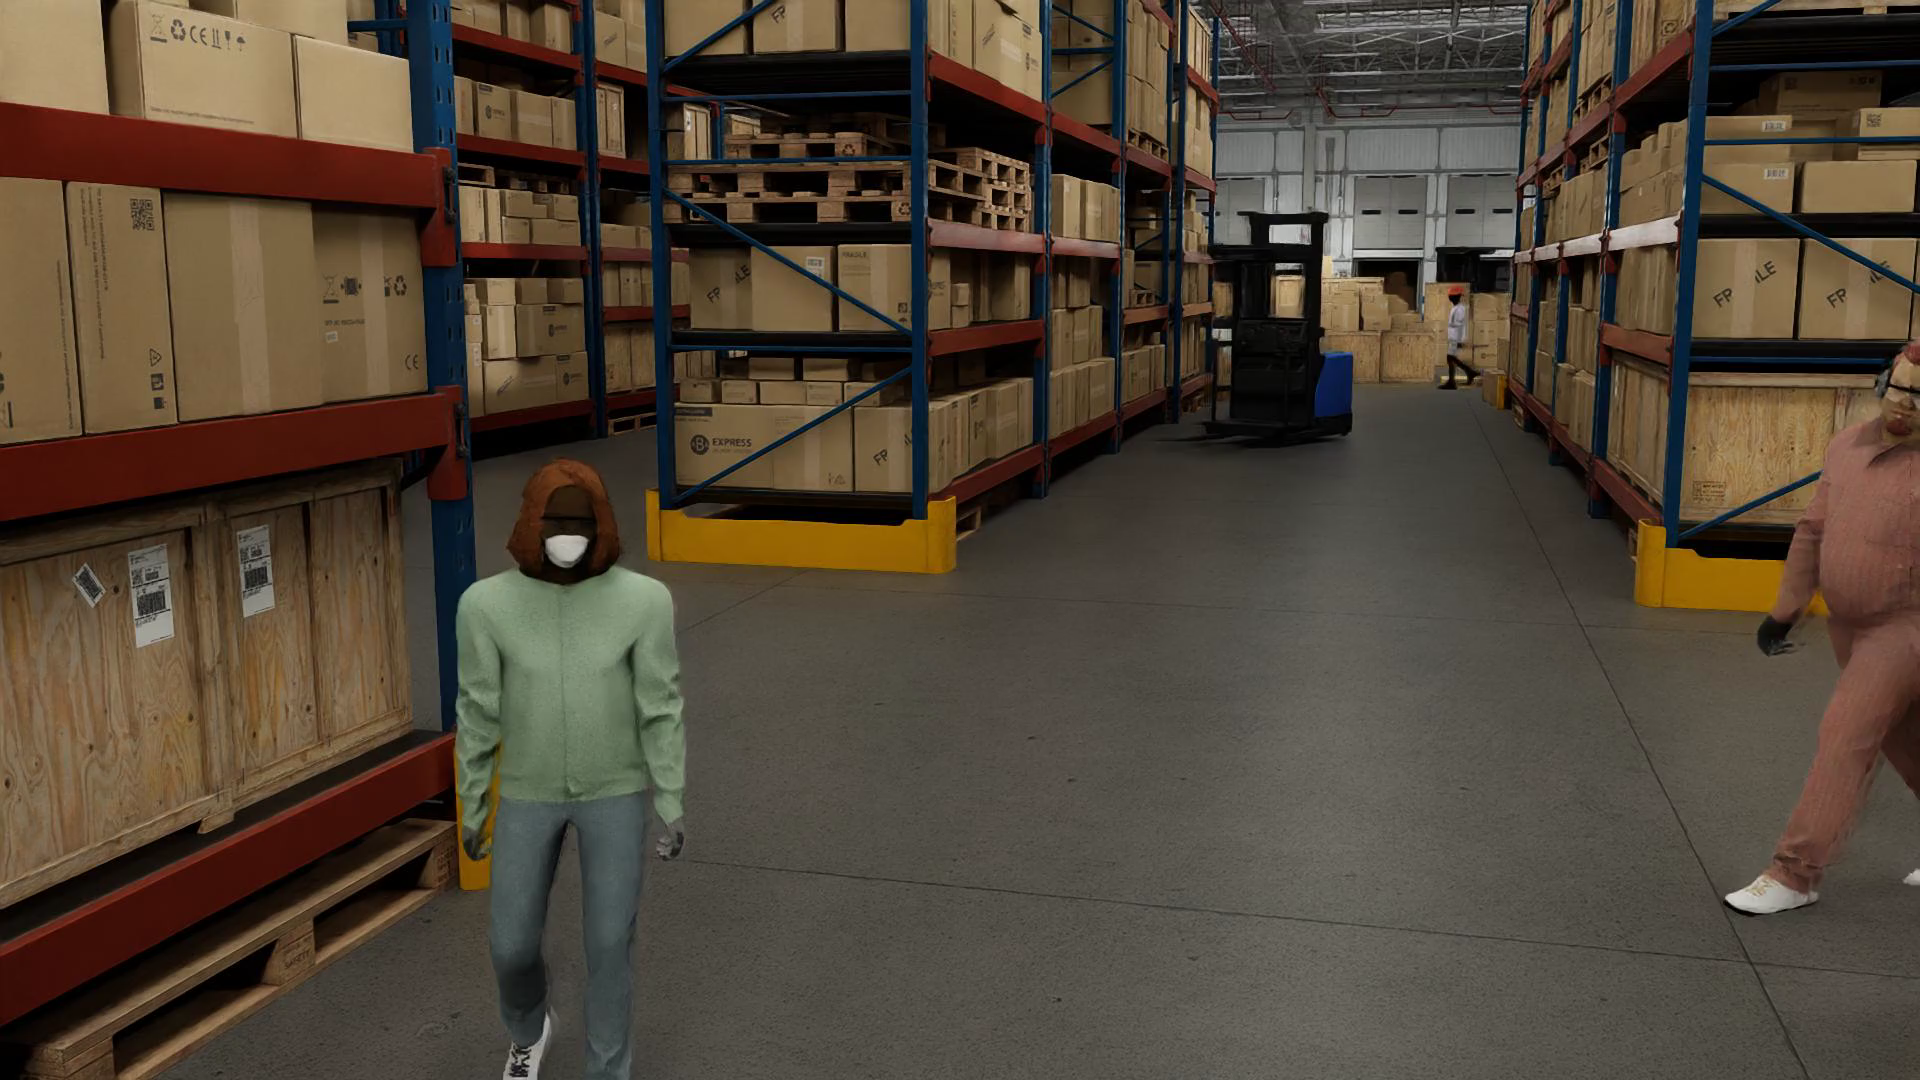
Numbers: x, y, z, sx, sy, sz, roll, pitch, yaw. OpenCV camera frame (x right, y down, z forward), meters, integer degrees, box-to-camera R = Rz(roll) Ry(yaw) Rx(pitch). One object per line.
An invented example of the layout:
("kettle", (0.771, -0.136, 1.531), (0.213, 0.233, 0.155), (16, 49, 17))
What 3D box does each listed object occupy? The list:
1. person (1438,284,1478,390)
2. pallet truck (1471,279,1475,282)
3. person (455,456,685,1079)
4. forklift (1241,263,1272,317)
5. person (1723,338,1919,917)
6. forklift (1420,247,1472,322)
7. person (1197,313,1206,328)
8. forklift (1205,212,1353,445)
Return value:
("person", (9.062, -3.678, 30.184), (0.598, 1.917, 0.567), (2, 9, 10))
("pallet truck", (18.896, -8.459, 60.307), (1.885, 1.965, 0.823), (5, 10, 31))
("person", (-0.899, 0.613, 3.859), (0.514, 1.620, 0.419), (-2, 9, -14))
("forklift", (10.551, -8.662, 58.805), (1.129, 2.768, 1.873), (2, 9, 15))
("person", (2.982, 0.279, 5.281), (1.016, 1.846, 0.659), (-1, 9, -7))
("forklift", (12.724, -6.180, 43.035), (1.129, 2.768, 1.873), (-3, 9, -19))
("person", (5.093, -4.713, 36.599), (0.904, 1.961, 0.653), (0, 9, -2))
("forklift", (4.047, -2.660, 20.673), (1.129, 2.768, 1.873), (7, 12, 39))
